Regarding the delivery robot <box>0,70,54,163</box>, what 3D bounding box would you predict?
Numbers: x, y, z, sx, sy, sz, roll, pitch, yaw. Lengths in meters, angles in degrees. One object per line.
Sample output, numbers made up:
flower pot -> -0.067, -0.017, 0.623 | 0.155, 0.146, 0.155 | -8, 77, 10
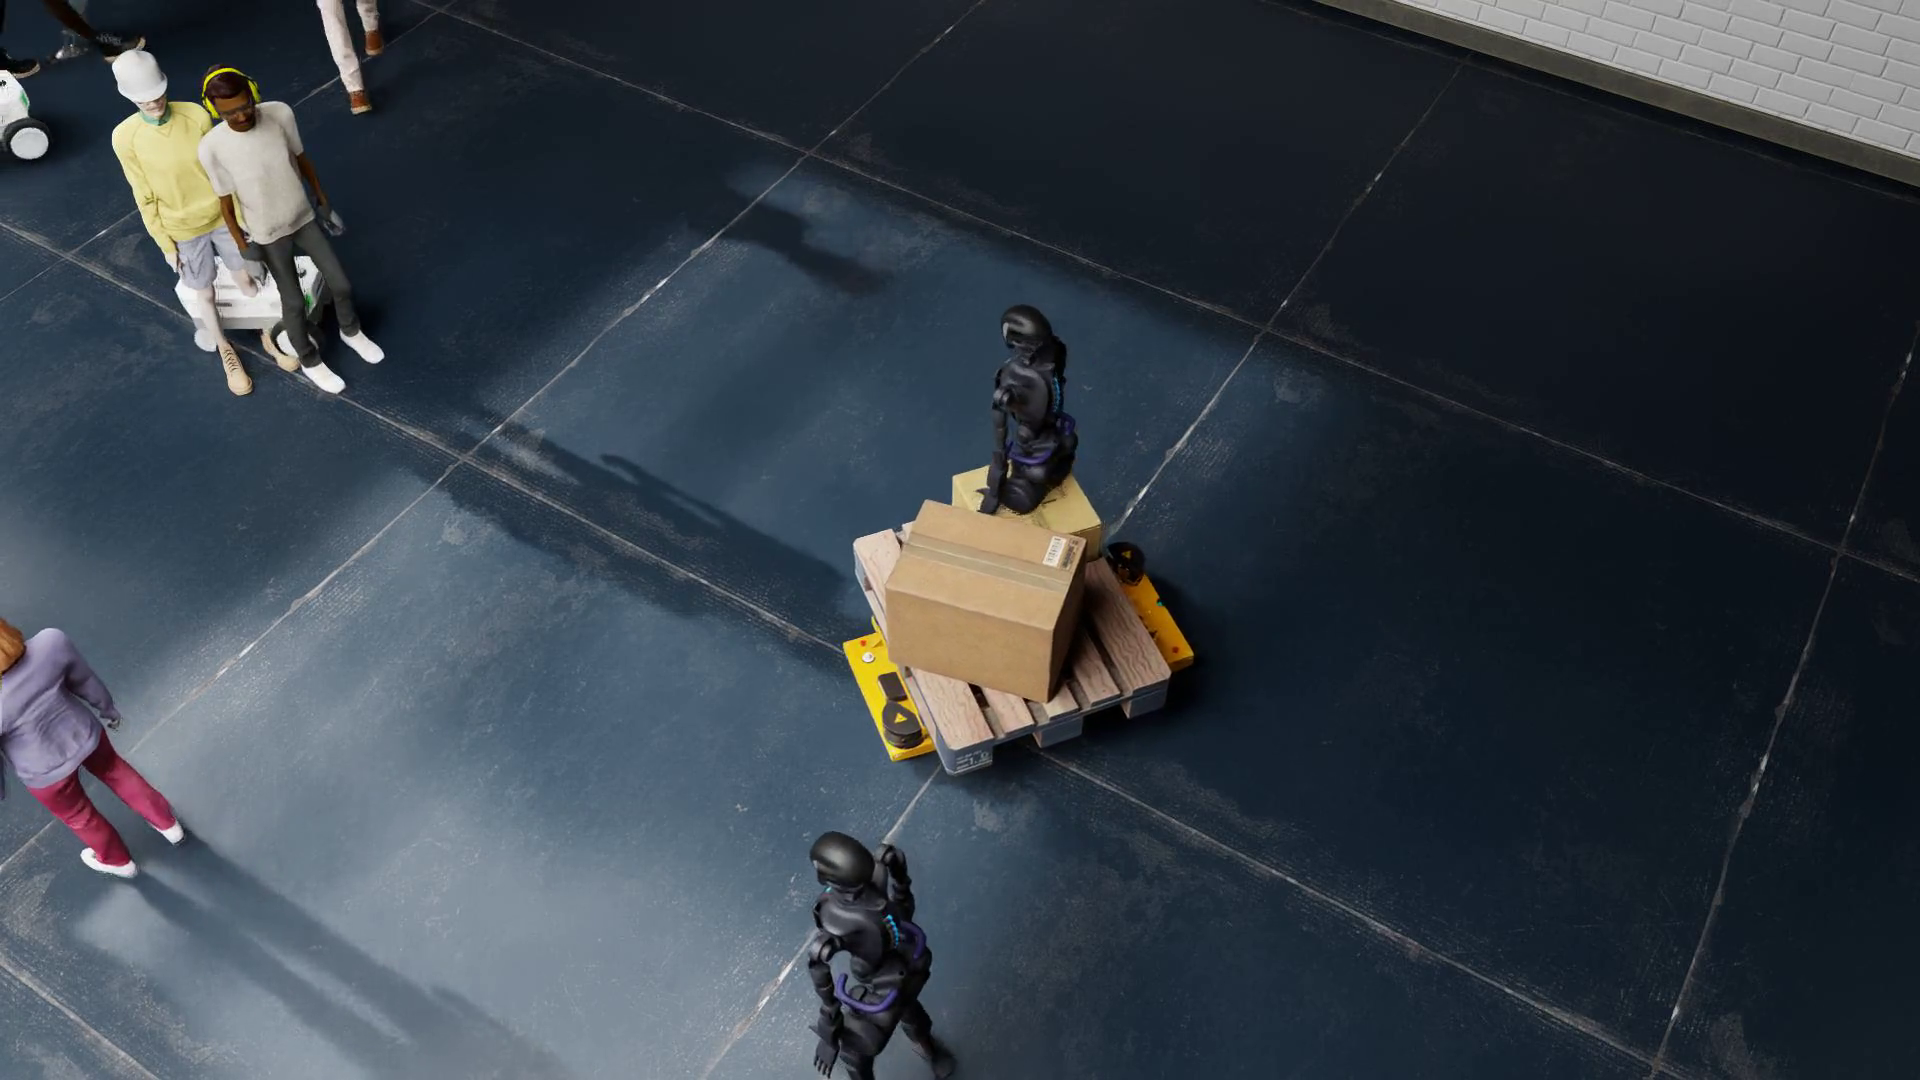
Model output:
delivery robot -> -5.814, -2.452, 9.777 | 0.798, 0.608, 0.499 | -33, 57, -26

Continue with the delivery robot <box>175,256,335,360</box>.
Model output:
delivery robot -> -3.671, -1.275, 8.750 | 0.814, 0.610, 0.499 | 0, 49, 0

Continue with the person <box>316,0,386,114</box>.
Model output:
person -> -3.752, -3.593, 9.853 | 0.614, 1.944, 1.043 | -13, 50, -11

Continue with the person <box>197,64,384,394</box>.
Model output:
person -> -3.263, -1.508, 8.085 | 0.347, 1.851, 0.534 | 35, 57, 27

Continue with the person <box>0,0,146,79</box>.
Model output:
person -> -5.682, -3.610, 9.896 | 0.979, 1.900, 0.678 | -17, 51, -14

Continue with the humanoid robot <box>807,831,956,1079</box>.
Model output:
humanoid robot -> -0.276, 1.491, 5.585 | 0.377, 1.645, 0.604 | 22, 52, 18

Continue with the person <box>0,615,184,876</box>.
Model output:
person -> -3.402, 0.784, 6.224 | 0.354, 1.626, 0.522 | 19, 51, 16

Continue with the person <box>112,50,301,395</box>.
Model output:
person -> -3.702, -1.546, 8.091 | 0.472, 1.892, 0.385 | -33, 56, -25

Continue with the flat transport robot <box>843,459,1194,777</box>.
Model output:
flat transport robot -> 0.259, 0.479, 7.397 | 1.431, 0.231, 0.659 | -17, 51, -14

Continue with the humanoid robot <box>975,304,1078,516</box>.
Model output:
humanoid robot -> 0.321, -0.335, 7.175 | 0.373, 1.637, 0.603 | 27, 54, 21

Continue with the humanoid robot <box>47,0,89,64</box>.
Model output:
humanoid robot -> -5.697, -3.725, 10.090 | 0.752, 1.745, 0.556 | -11, 50, -9
